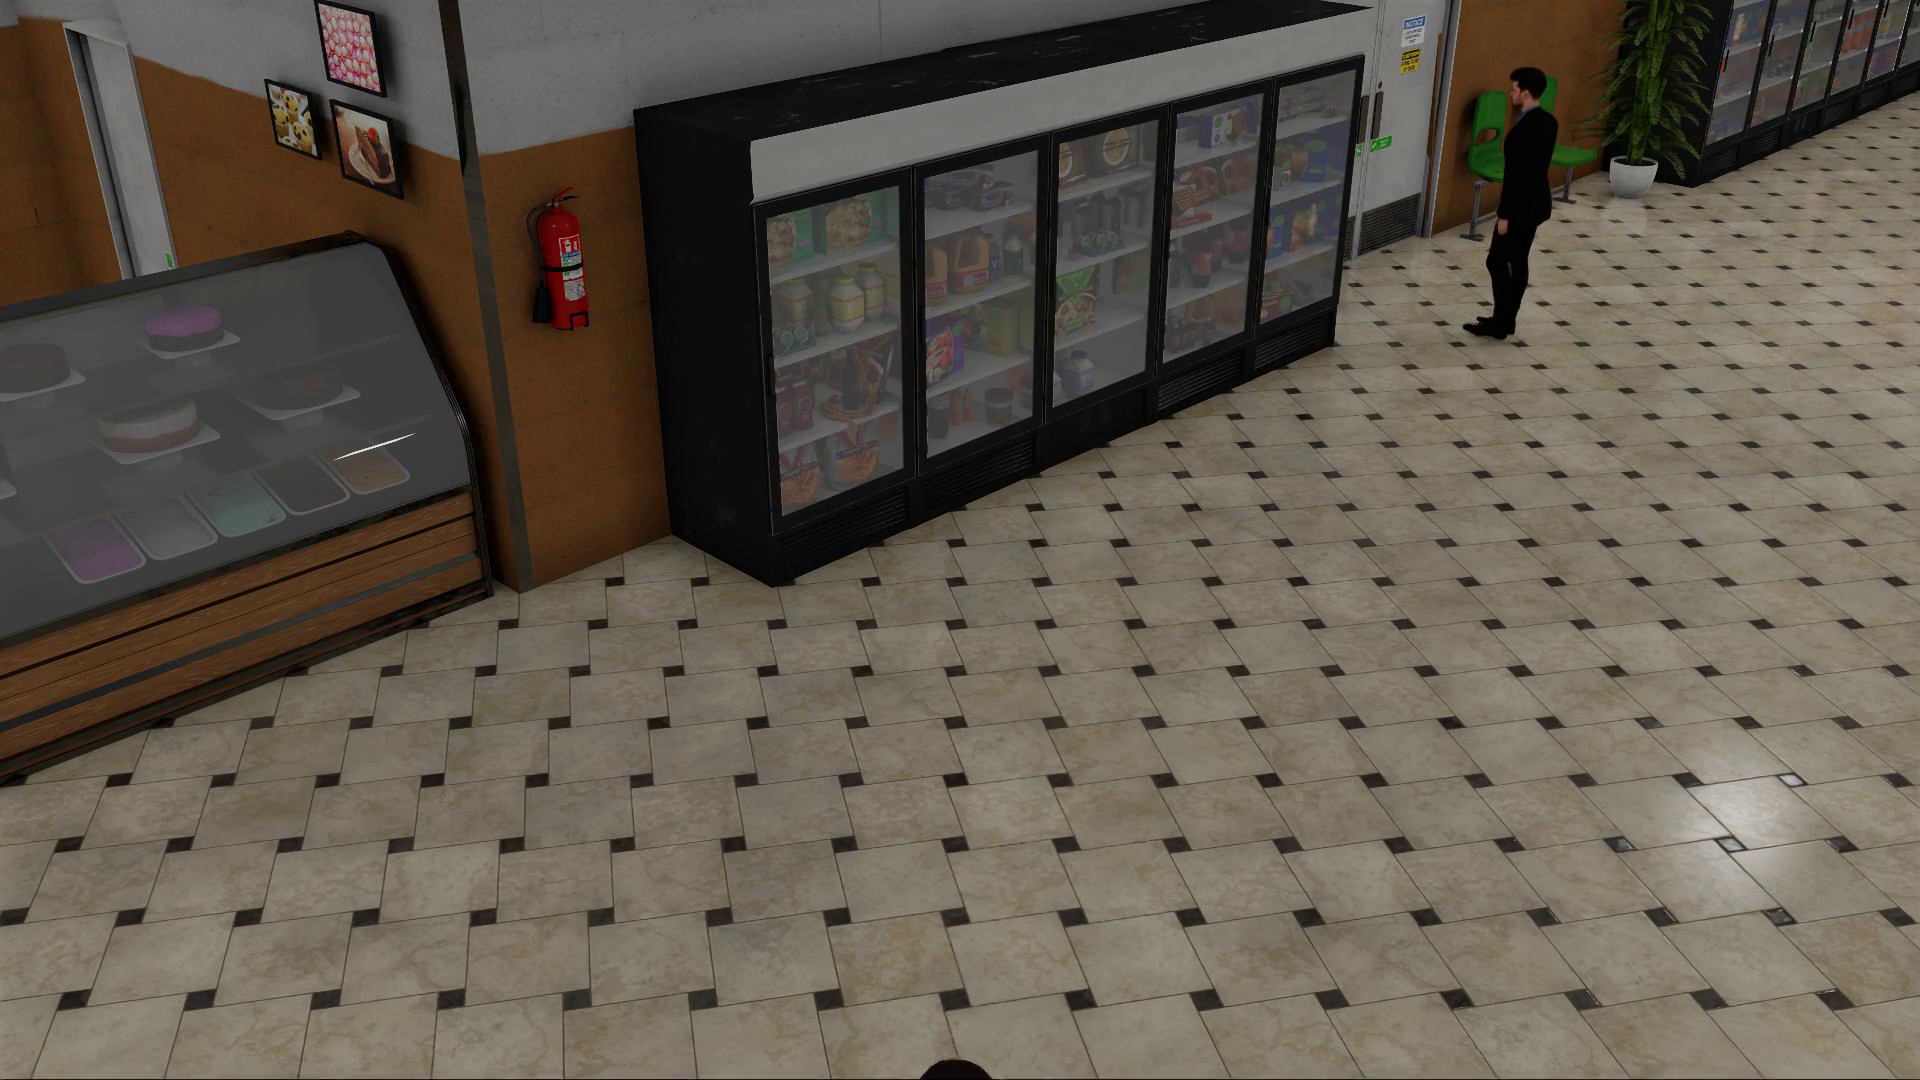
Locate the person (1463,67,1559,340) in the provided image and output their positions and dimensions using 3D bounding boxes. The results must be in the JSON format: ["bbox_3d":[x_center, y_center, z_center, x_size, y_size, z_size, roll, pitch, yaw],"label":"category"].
[{"bbox_3d":[3.914,-2.305,11.498,0.656,1.877,0.714,21,33,35],"label":"person"}]
